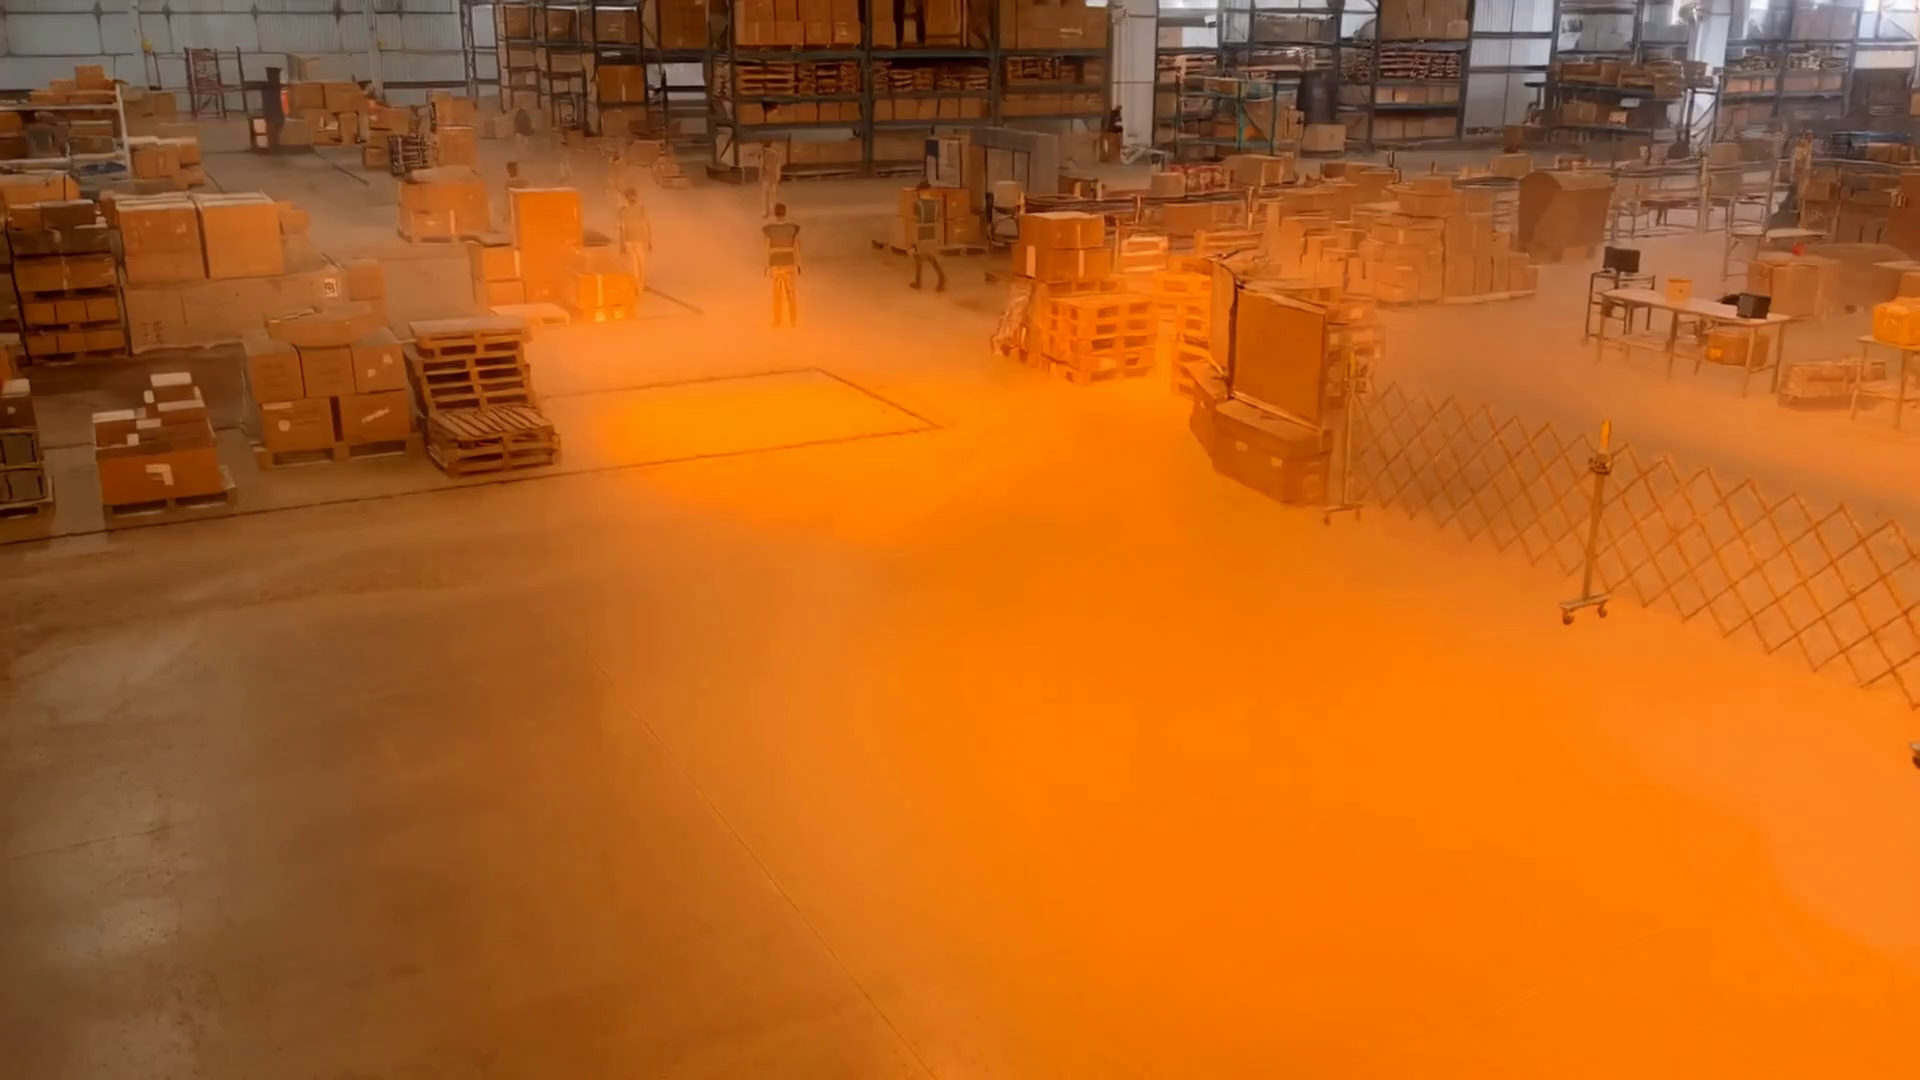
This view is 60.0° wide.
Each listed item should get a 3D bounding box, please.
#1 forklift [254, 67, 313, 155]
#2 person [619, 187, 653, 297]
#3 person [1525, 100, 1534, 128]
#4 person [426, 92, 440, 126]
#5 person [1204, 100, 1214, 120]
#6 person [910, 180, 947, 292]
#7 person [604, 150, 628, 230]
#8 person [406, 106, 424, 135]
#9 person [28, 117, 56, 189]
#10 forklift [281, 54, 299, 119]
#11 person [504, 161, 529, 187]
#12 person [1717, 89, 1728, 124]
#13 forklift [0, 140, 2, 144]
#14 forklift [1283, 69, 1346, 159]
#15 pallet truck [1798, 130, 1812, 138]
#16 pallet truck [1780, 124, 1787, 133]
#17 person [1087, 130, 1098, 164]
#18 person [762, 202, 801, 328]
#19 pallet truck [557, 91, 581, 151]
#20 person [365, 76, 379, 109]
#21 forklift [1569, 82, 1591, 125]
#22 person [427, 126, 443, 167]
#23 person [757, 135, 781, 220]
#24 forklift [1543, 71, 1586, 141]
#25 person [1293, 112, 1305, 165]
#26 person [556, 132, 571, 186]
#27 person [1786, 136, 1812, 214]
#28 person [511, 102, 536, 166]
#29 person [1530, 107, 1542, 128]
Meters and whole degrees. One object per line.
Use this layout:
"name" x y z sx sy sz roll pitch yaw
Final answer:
"forklift" -22.858 -14.386 55.683 1.873 2.768 1.129 -9 20 -26
"person" -5.530 -5.093 28.377 0.551 1.848 0.451 -4 18 -13
"person" 19.558 -14.272 57.214 0.890 1.694 0.526 -5 19 -17
"person" -18.558 -14.818 58.596 0.393 1.912 0.589 -12 21 -33
"person" 9.632 -16.411 63.975 0.533 1.649 0.872 8 19 24
"person" -0.548 -5.253 28.803 0.554 1.908 0.843 -13 22 -34
"person" -7.610 -7.771 36.900 0.529 1.734 0.816 -7 19 -21
"person" -17.993 -13.510 54.967 0.554 1.633 0.901 -10 20 -28
"person" -24.987 -10.557 45.355 0.641 1.889 1.021 -9 20 -27
"forklift" -28.241 -19.163 70.575 1.873 2.768 1.129 -9 20 -26
"person" -8.589 -6.375 32.275 1.027 1.911 0.625 11 21 30
"person" 27.228 -15.166 59.643 1.035 1.937 0.654 8 20 24
"forklift" -35.424 -15.543 59.291 1.873 2.768 1.129 13 22 35
"forklift" 11.615 -13.871 54.079 1.129 2.768 1.873 -9 20 -27
"pallet truck" 25.526 -11.556 49.408 1.630 1.274 0.653 -9 20 -26
"pallet truck" 25.206 -12.542 52.601 1.601 1.201 0.680 0 18 -2
"person" 3.601 -10.218 44.764 0.849 1.589 0.512 -12 21 -32
"person" -2.729 -4.205 25.494 0.587 1.920 0.392 -5 19 -16
"pallet truck" -13.495 -14.412 57.188 0.823 1.965 1.885 -3 18 -9
"person" -25.159 -18.902 71.349 0.577 1.896 0.783 -1 18 -2
"forklift" 20.915 -14.576 56.277 1.873 2.768 1.129 -9 20 -27
"person" -14.665 -10.746 46.409 0.544 1.587 0.876 9 20 25
"person" -4.415 -8.396 38.531 0.552 1.935 0.370 -6 19 -17
"forklift" 18.685 -13.231 52.085 1.873 2.768 1.129 -9 20 -26
"person" 10.619 -12.559 51.999 0.279 1.633 0.498 16 24 41
"person" -10.393 -9.868 43.620 0.425 1.623 0.532 0 18 0
"person" 20.049 -8.710 39.676 0.589 1.833 0.404 -9 20 -26
"person" -13.564 -12.602 51.658 1.033 1.946 0.611 12 21 32
"person" 16.957 -11.876 49.433 0.938 1.894 0.569 5 18 16
